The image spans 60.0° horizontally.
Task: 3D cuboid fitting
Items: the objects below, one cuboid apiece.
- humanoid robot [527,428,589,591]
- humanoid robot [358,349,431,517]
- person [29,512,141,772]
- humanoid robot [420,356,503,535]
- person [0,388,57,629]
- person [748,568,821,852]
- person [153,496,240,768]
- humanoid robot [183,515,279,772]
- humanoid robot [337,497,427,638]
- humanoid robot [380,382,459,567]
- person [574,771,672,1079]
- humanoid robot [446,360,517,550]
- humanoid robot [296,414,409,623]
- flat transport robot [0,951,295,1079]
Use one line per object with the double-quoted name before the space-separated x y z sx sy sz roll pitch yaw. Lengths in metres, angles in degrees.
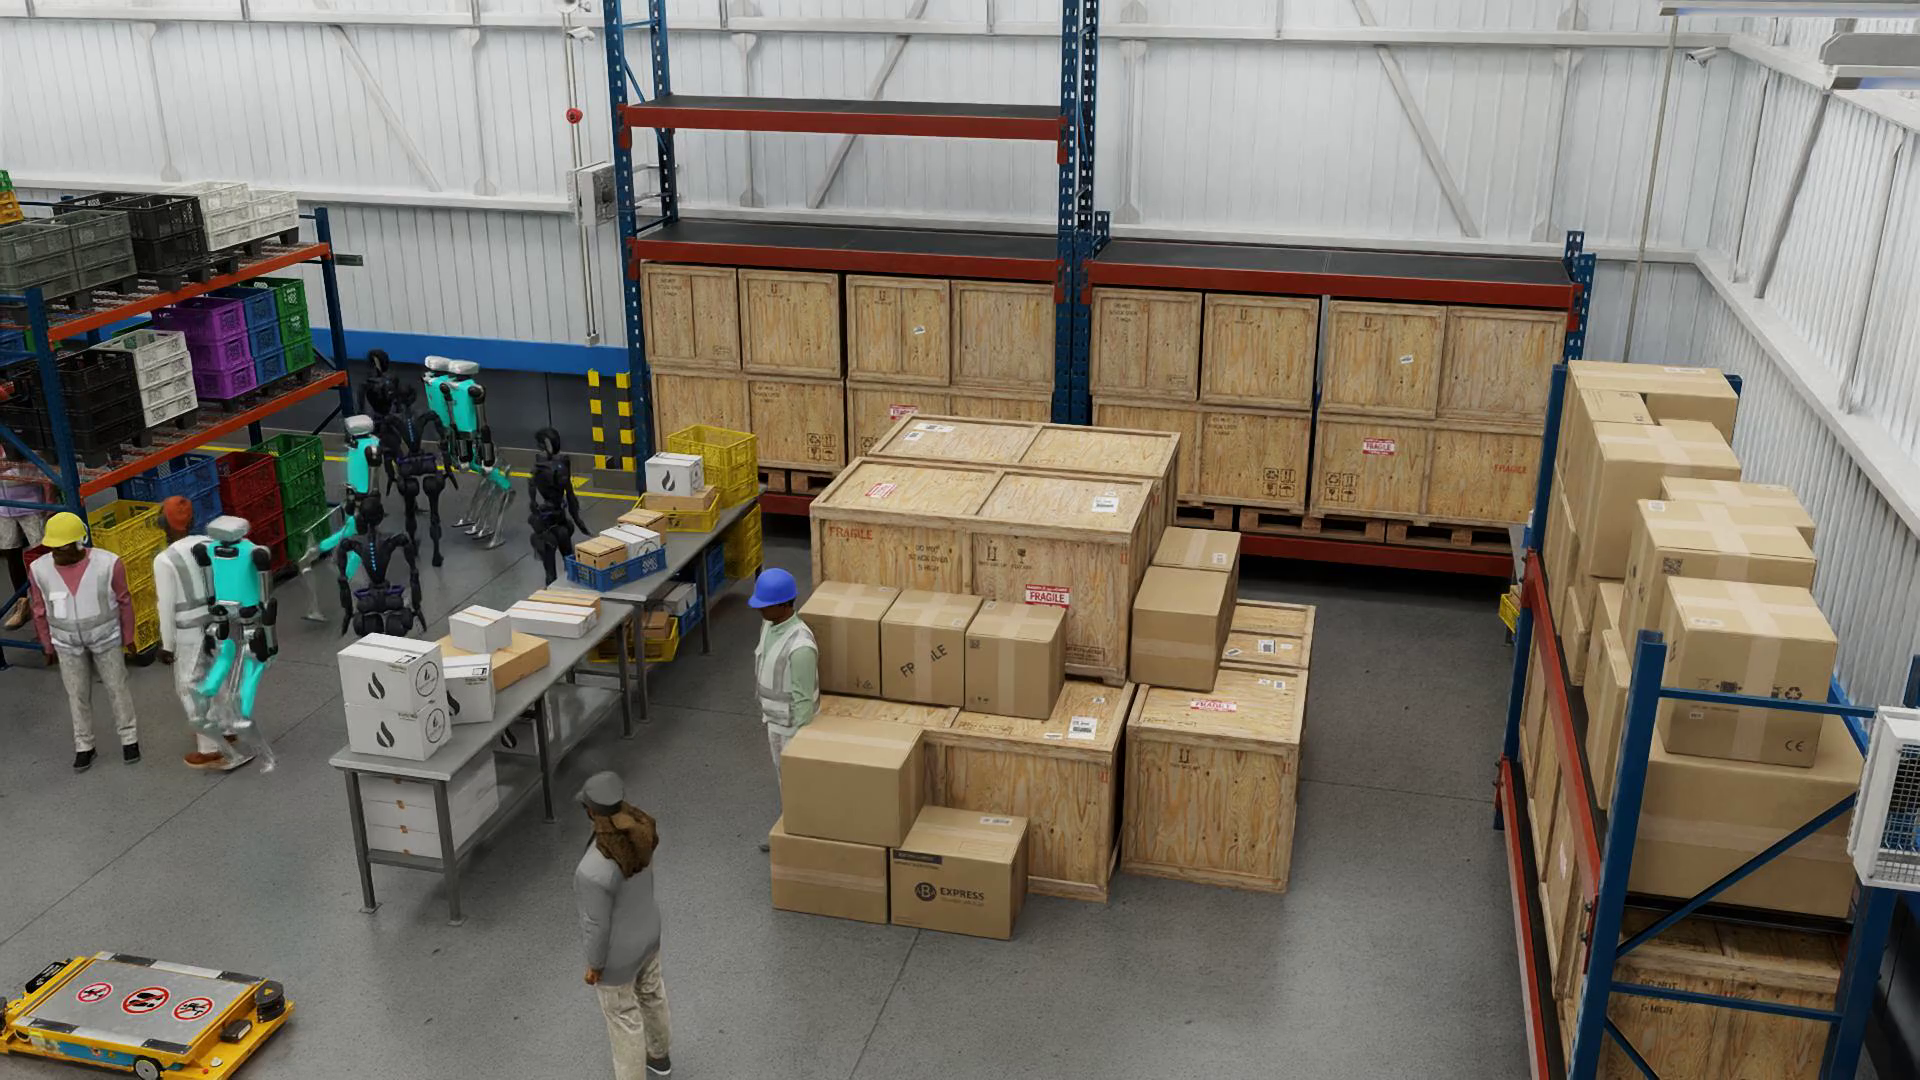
"humanoid robot" -3.290 -0.130 13.420 0.401 1.639 0.598 8 22 20
"humanoid robot" -5.403 -0.995 15.698 0.673 1.633 0.597 9 23 22
"person" -5.823 0.666 11.116 0.589 1.829 0.405 -7 22 -17
"humanoid robot" -4.450 -0.900 15.150 0.735 1.681 0.533 -17 27 -37
"person" -7.514 -0.255 13.234 0.611 2.039 0.390 -2 21 -4
"person" -1.036 1.063 9.933 0.411 1.939 0.602 -10 23 -24
"person" -5.158 0.612 11.206 0.398 1.864 0.603 4 21 10
"humanoid robot" -4.822 0.757 10.975 0.552 1.768 0.685 2 21 6
"humanoid robot" -4.125 0.512 11.839 0.589 1.621 0.777 -5 22 -14
"humanoid robot" -4.767 -0.614 14.686 0.612 1.638 0.585 -6 22 -16
"person" -1.614 1.908 7.953 0.399 1.765 0.566 7 22 18
"humanoid robot" -4.283 -0.825 15.060 0.539 1.745 0.686 13 24 30
"humanoid robot" -4.995 -0.082 13.261 1.025 1.756 0.533 -16 26 -36
"flat transport robot" -4.270 2.464 8.601 1.431 0.231 0.659 5 22 13
